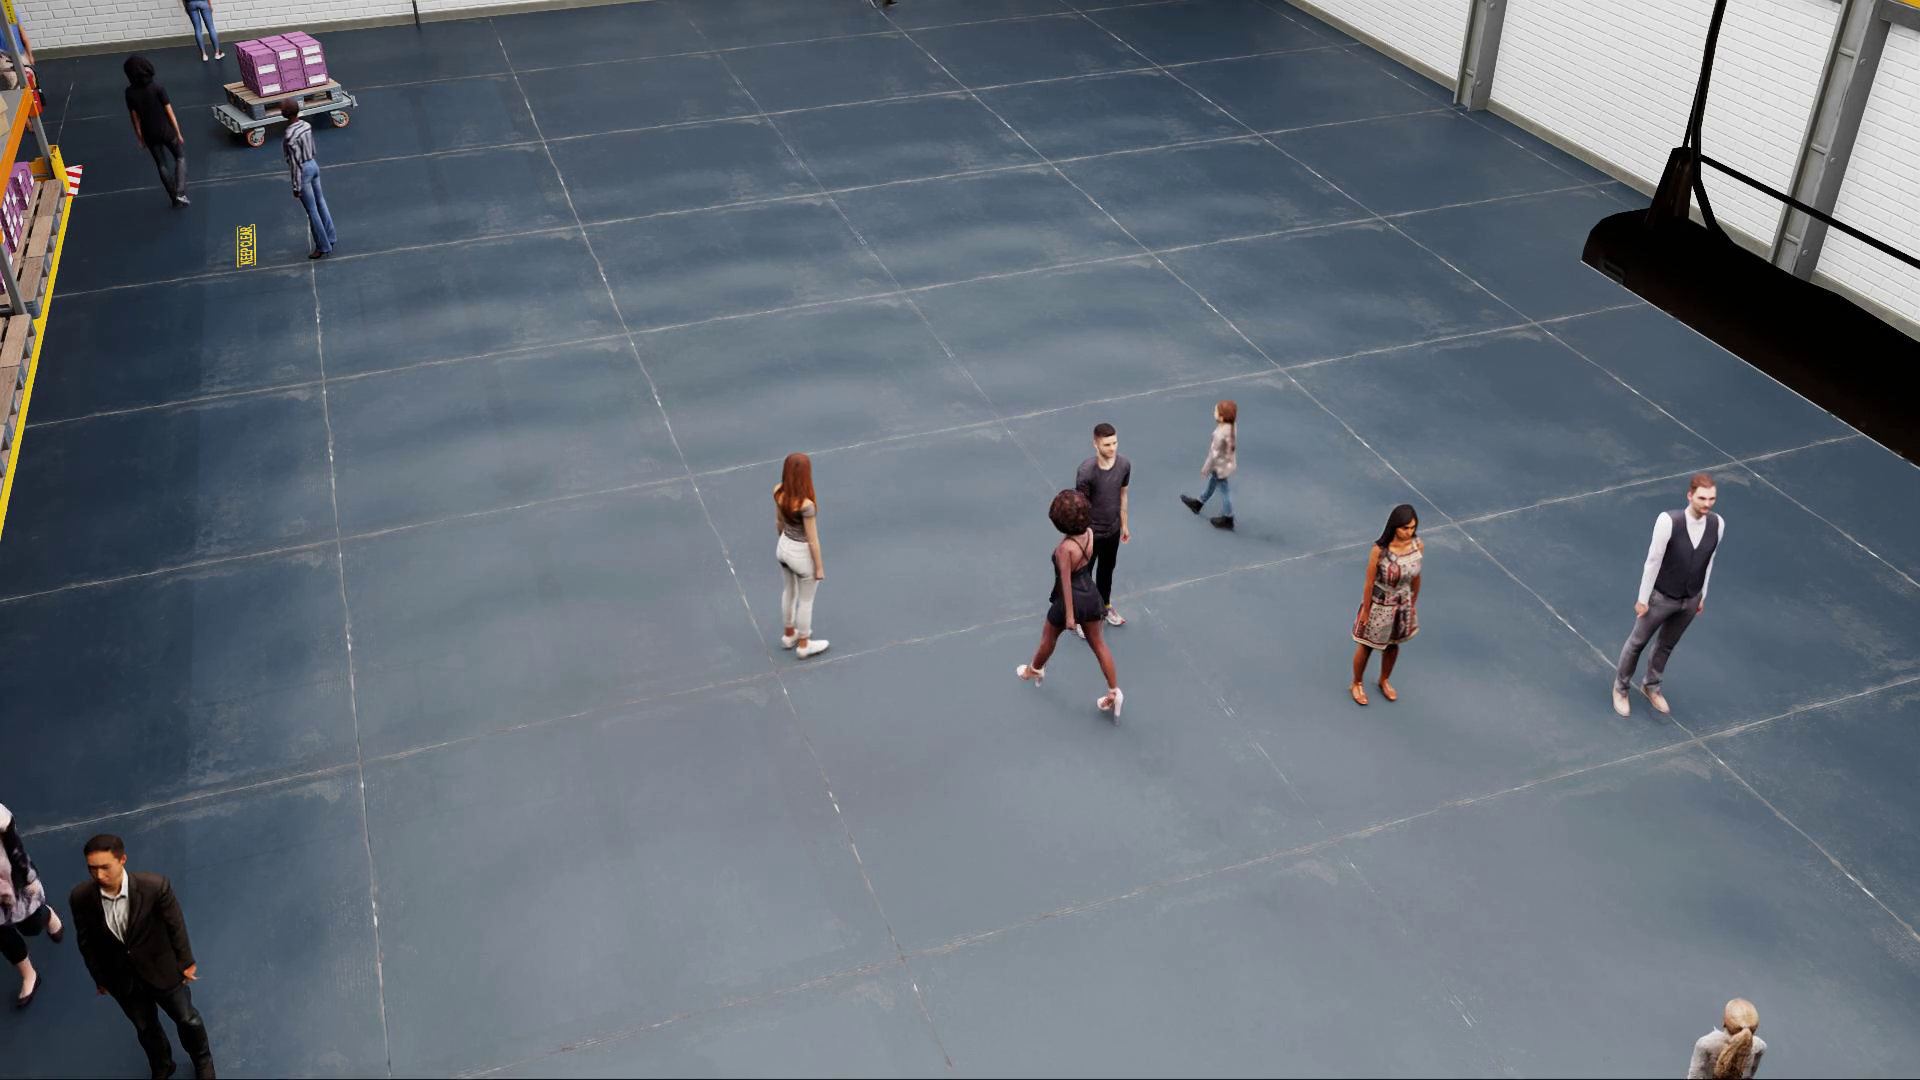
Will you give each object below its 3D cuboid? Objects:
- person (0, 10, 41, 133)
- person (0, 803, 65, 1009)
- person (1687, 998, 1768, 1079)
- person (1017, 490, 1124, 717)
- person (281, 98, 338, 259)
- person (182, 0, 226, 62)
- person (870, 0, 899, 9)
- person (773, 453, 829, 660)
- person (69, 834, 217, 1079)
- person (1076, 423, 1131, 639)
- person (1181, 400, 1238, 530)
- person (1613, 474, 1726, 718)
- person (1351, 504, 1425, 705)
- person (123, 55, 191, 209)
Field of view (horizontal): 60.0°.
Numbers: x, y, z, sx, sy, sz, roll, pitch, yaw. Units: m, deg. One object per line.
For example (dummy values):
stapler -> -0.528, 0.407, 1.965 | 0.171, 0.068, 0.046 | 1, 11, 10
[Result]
person -> -12.481, -6.343, 21.850 | 0.915, 1.835, 1.119 | -25, 41, -33
person -> -5.532, 1.928, 9.600 | 0.703, 1.623, 0.875 | -6, 34, -9
person -> 3.896, 2.869, 8.519 | 0.787, 1.250, 0.953 | 6, 34, 9
person -> 0.882, 0.498, 11.648 | 1.179, 1.736, 0.936 | 26, 42, 34
person -> -7.208, -3.999, 18.359 | 0.753, 1.796, 0.609 | 3, 34, 4
person -> -11.155, -7.846, 24.310 | 0.620, 1.616, 0.615 | -7, 34, -11
person -> -1.266, -9.269, 26.377 | 0.783, 1.698, 0.843 | -18, 38, -25
person -> -1.206, 0.122, 12.232 | 0.608, 1.716, 0.727 | 28, 43, 35
person -> -4.377, 2.273, 8.916 | 0.690, 1.805, 0.562 | -8, 34, -12
person -> 1.052, -0.092, 12.510 | 0.680, 1.765, 0.625 | -20, 38, -27
person -> 2.229, -0.605, 13.814 | 0.832, 1.175, 0.748 | 18, 38, 25
person -> 4.993, 0.365, 11.665 | 0.717, 1.938, 0.649 | -3, 34, -4
person -> 3.047, 0.440, 11.819 | 0.658, 1.644, 0.532 | -10, 35, -14
person -> -9.377, -4.735, 19.437 | 0.696, 1.828, 0.670 | -8, 34, -11
